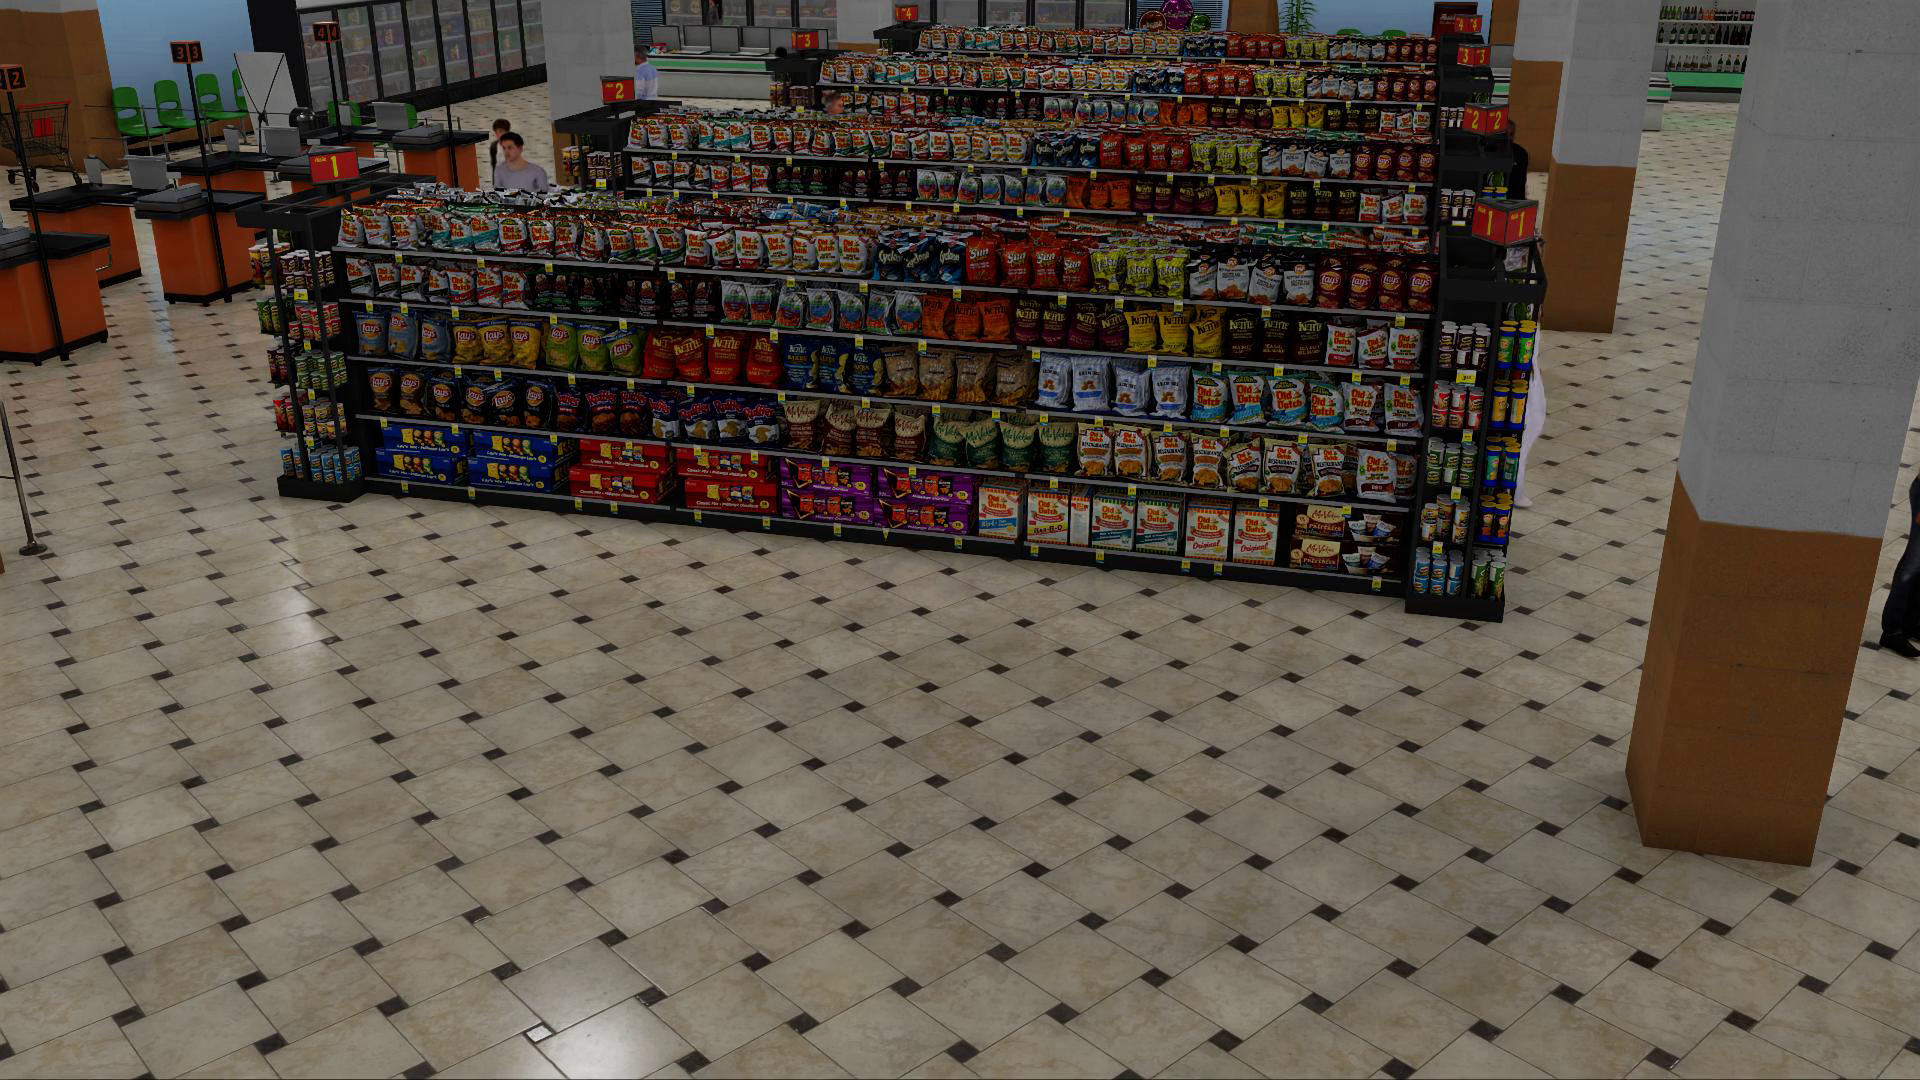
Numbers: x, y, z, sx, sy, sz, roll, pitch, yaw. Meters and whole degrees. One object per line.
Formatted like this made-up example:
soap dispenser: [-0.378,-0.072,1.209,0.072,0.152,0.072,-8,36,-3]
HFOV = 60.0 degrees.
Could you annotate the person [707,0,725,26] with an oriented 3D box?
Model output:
person: [-5.160,-10.704,35.256,0.652,1.679,0.663,10,24,24]

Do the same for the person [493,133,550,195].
person: [-4.037,-2.861,15.556,1.149,1.813,0.813,3,22,7]

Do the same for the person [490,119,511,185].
person: [-5.192,-4.131,19.230,0.771,1.431,0.674,2,22,6]

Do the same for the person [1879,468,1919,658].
person: [5.343,-0.242,9.079,0.711,1.782,0.752,-14,26,-31]

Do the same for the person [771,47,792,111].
person: [-2.464,-6.192,23.951,0.999,1.734,1.165,-18,28,-37]

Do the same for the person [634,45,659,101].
person: [-4.414,-6.064,23.517,0.555,1.822,0.676,6,23,15]

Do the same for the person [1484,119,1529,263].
person: [5.412,-3.315,16.701,0.735,1.803,0.893,15,26,32]
